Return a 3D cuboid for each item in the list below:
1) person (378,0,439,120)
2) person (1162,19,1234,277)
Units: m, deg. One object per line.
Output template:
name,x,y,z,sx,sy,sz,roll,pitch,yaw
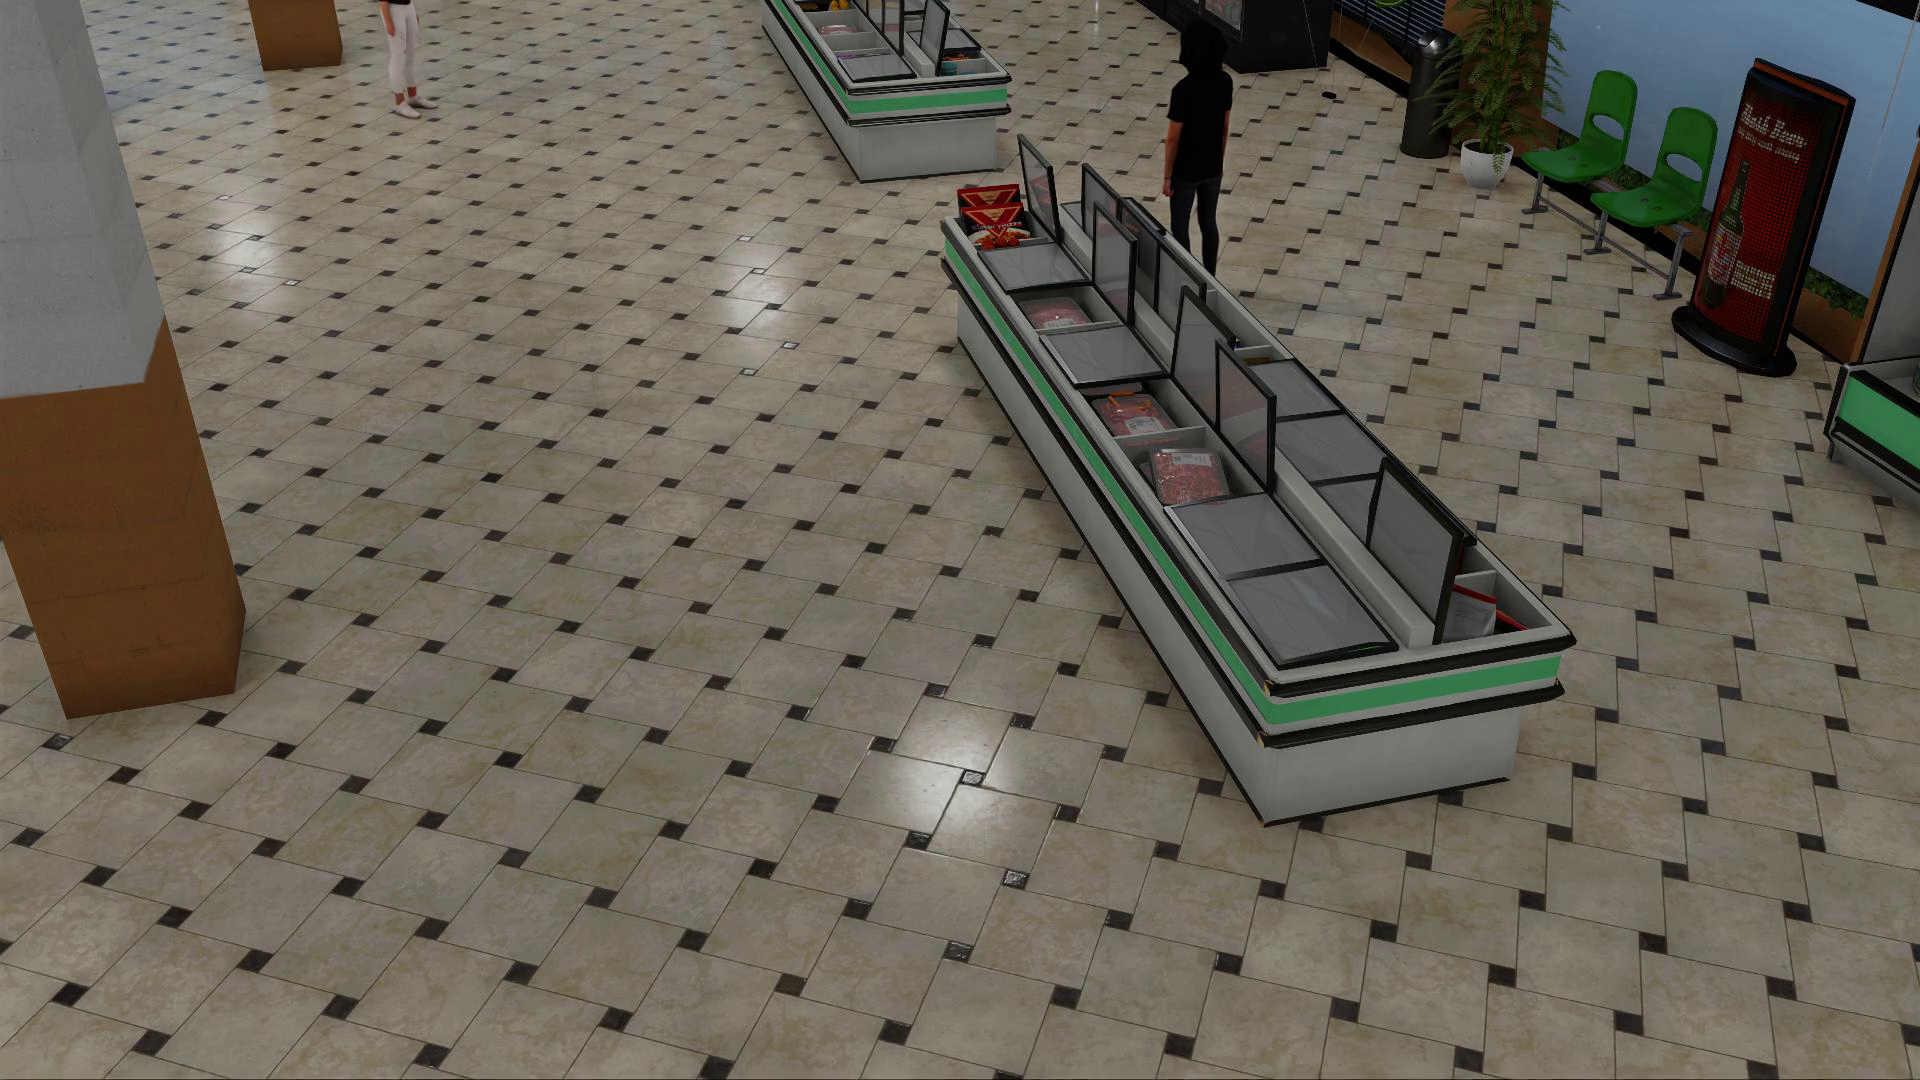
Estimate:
person,-4.791,-4.495,14.183,0.746,1.703,0.629,8,33,13
person,1.536,-2.431,10.747,0.675,1.828,0.601,-16,35,-24
